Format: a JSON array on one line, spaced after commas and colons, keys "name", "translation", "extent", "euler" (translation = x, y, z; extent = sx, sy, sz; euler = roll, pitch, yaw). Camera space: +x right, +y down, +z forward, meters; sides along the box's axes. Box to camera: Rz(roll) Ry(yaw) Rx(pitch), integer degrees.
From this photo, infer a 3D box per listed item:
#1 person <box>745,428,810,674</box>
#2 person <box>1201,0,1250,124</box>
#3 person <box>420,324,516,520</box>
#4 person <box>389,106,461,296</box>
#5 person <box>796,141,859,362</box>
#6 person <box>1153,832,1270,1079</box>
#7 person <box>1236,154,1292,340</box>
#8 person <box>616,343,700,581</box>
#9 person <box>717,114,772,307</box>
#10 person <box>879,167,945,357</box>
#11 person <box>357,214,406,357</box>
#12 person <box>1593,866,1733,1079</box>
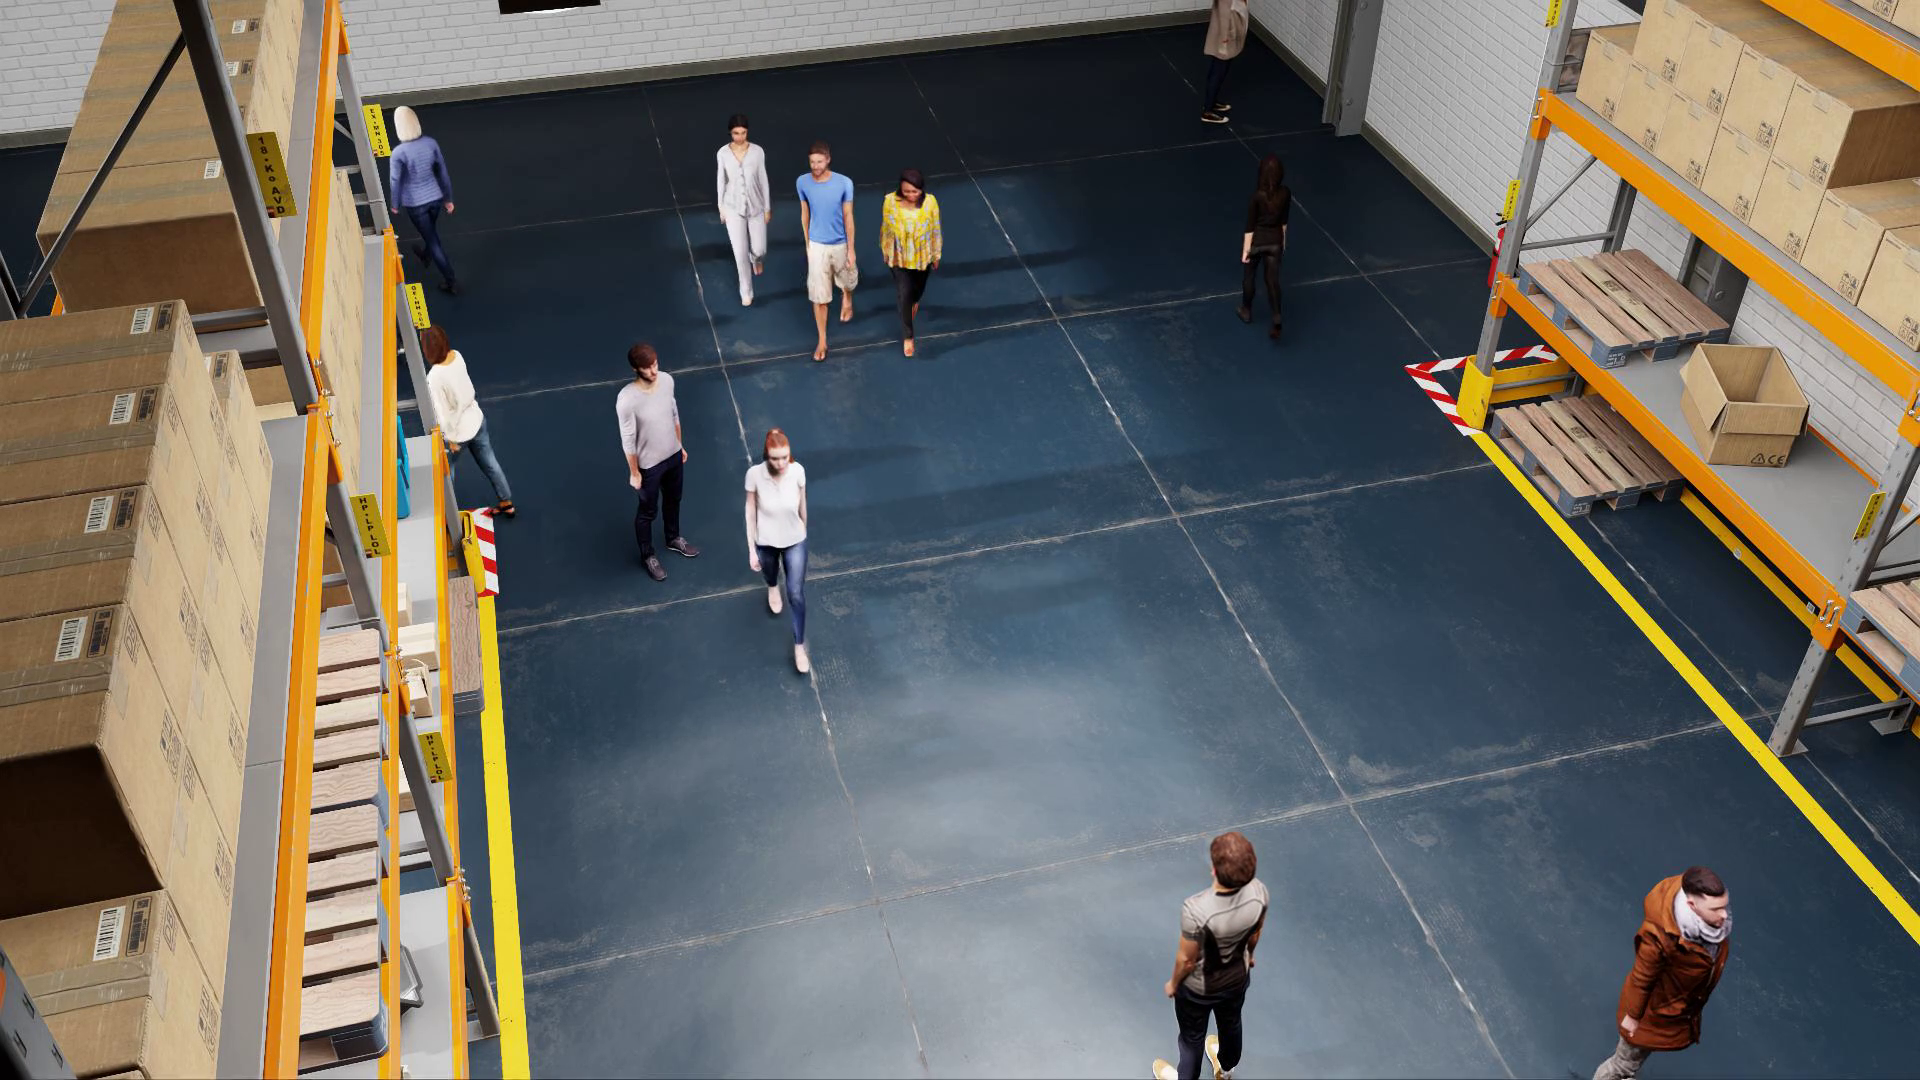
[{"name": "person", "translation": [-1.222, -0.031, 11.058], "extent": [0.634, 1.701, 1.155], "euler": [-6, 39, -7]}, {"name": "person", "translation": [2.777, -5.388, 17.613], "extent": [0.855, 1.891, 0.751], "euler": [6, 39, 8]}, {"name": "person", "translation": [-3.538, -0.804, 12.067], "extent": [0.981, 1.650, 1.004], "euler": [11, 40, 13]}, {"name": "person", "translation": [-4.704, -2.959, 14.730], "extent": [1.186, 1.695, 1.045], "euler": [27, 46, 30]}, {"name": "person", "translation": [-1.084, -2.557, 14.106], "extent": [0.900, 1.844, 1.273], "euler": [2, 39, 3]}, {"name": "person", "translation": [1.259, 2.121, 8.206], "extent": [0.670, 1.896, 0.609], "euler": [-15, 41, -18]}, {"name": "person", "translation": [2.632, -2.481, 14.185], "extent": [0.606, 1.626, 0.973], "euler": [-8, 39, -10]}, {"name": "person", "translation": [-2.133, -0.586, 11.640], "extent": [0.743, 1.843, 0.728], "euler": [26, 45, 29]}, {"name": "person", "translation": [-1.889, -2.956, 14.678], "extent": [0.687, 1.755, 0.856], "euler": [-2, 39, -2]}, {"name": "person", "translation": [-0.408, -2.449, 14.157], "extent": [0.794, 1.613, 1.092], "euler": [-4, 39, -5]}, {"name": "person", "translation": [-4.883, -2.081, 13.820], "extent": [0.777, 1.458, 0.719], "euler": [29, 47, 31]}, {"name": "person", "translation": [3.407, 2.231, 8.117], "extent": [0.837, 1.837, 0.860], "euler": [-28, 47, -31]}]
